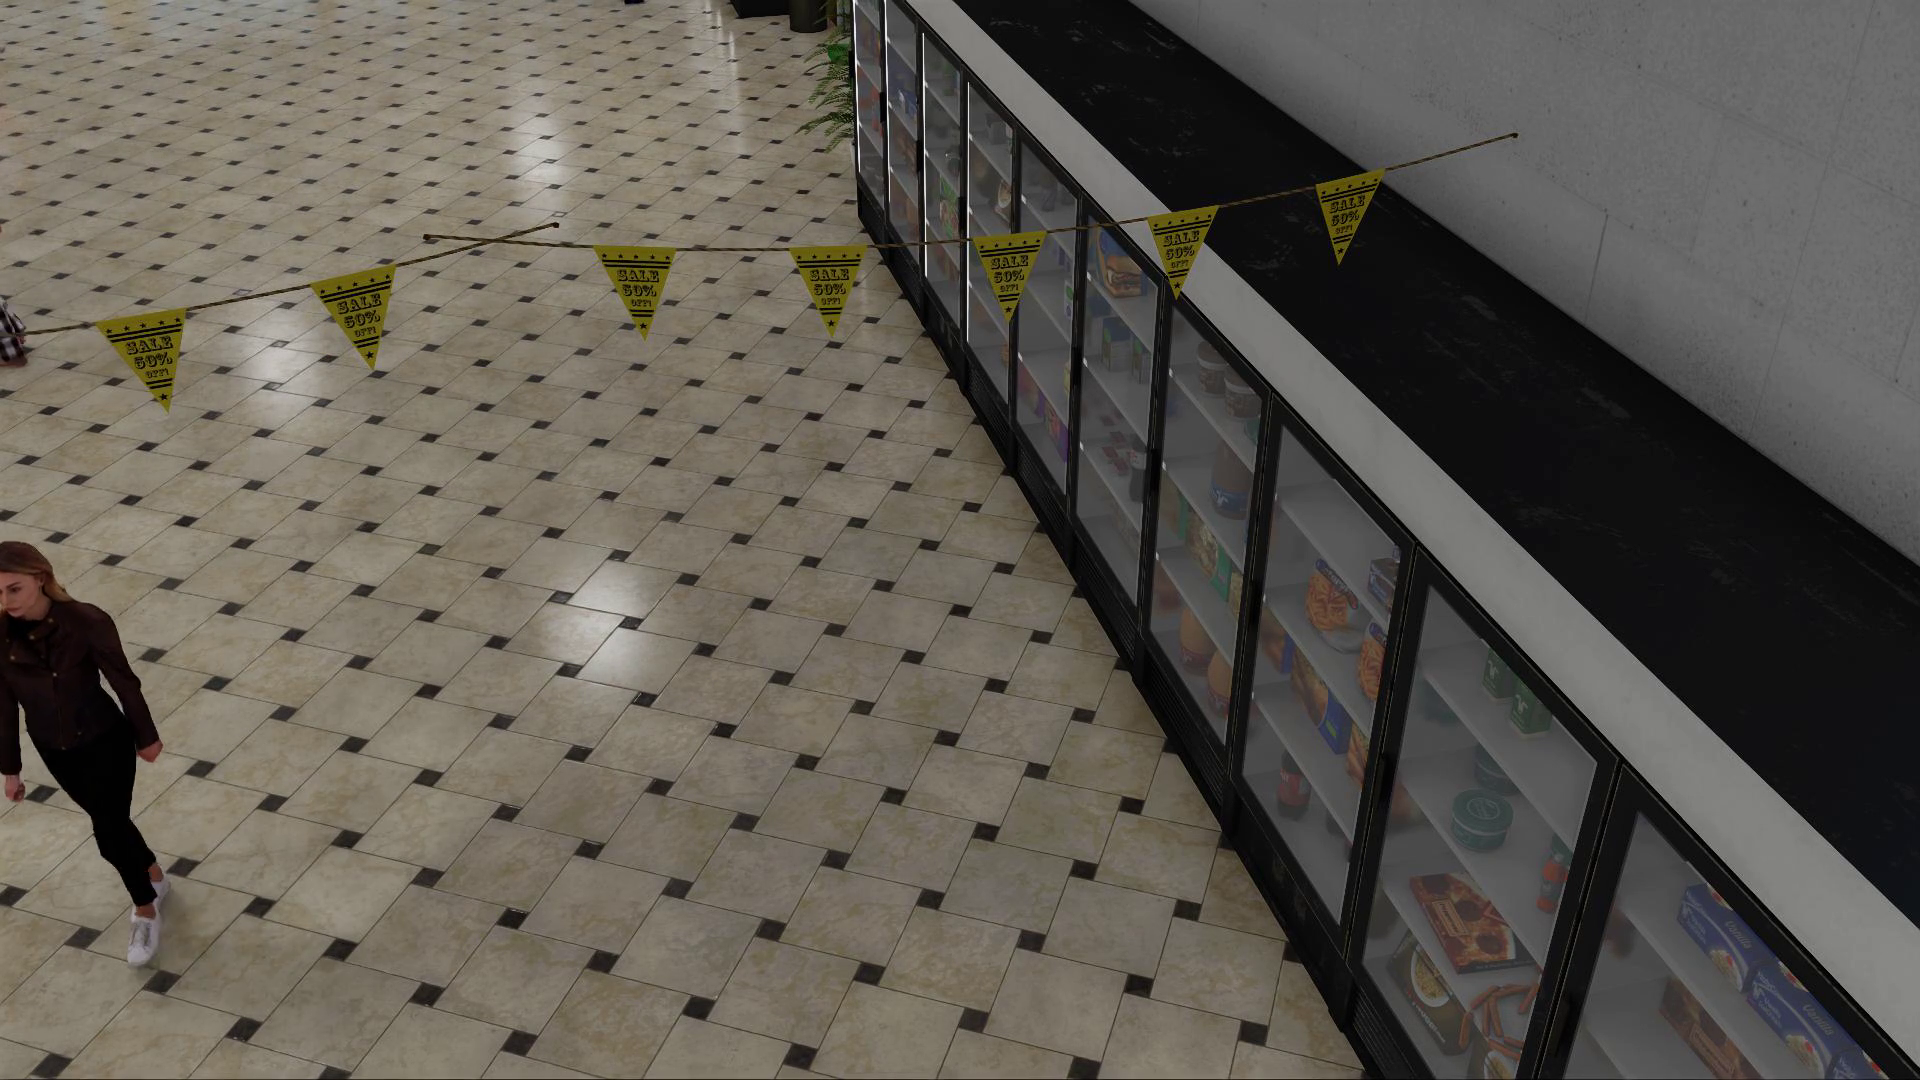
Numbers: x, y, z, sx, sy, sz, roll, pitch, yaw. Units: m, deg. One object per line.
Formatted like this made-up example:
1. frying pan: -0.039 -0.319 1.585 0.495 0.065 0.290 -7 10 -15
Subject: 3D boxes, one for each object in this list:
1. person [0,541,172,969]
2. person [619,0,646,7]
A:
1. person: -3.093 0.688 5.947 0.731 1.687 0.787 1 32 2
2. person: -3.603 -6.311 17.590 0.560 1.269 0.554 -13 34 -20
